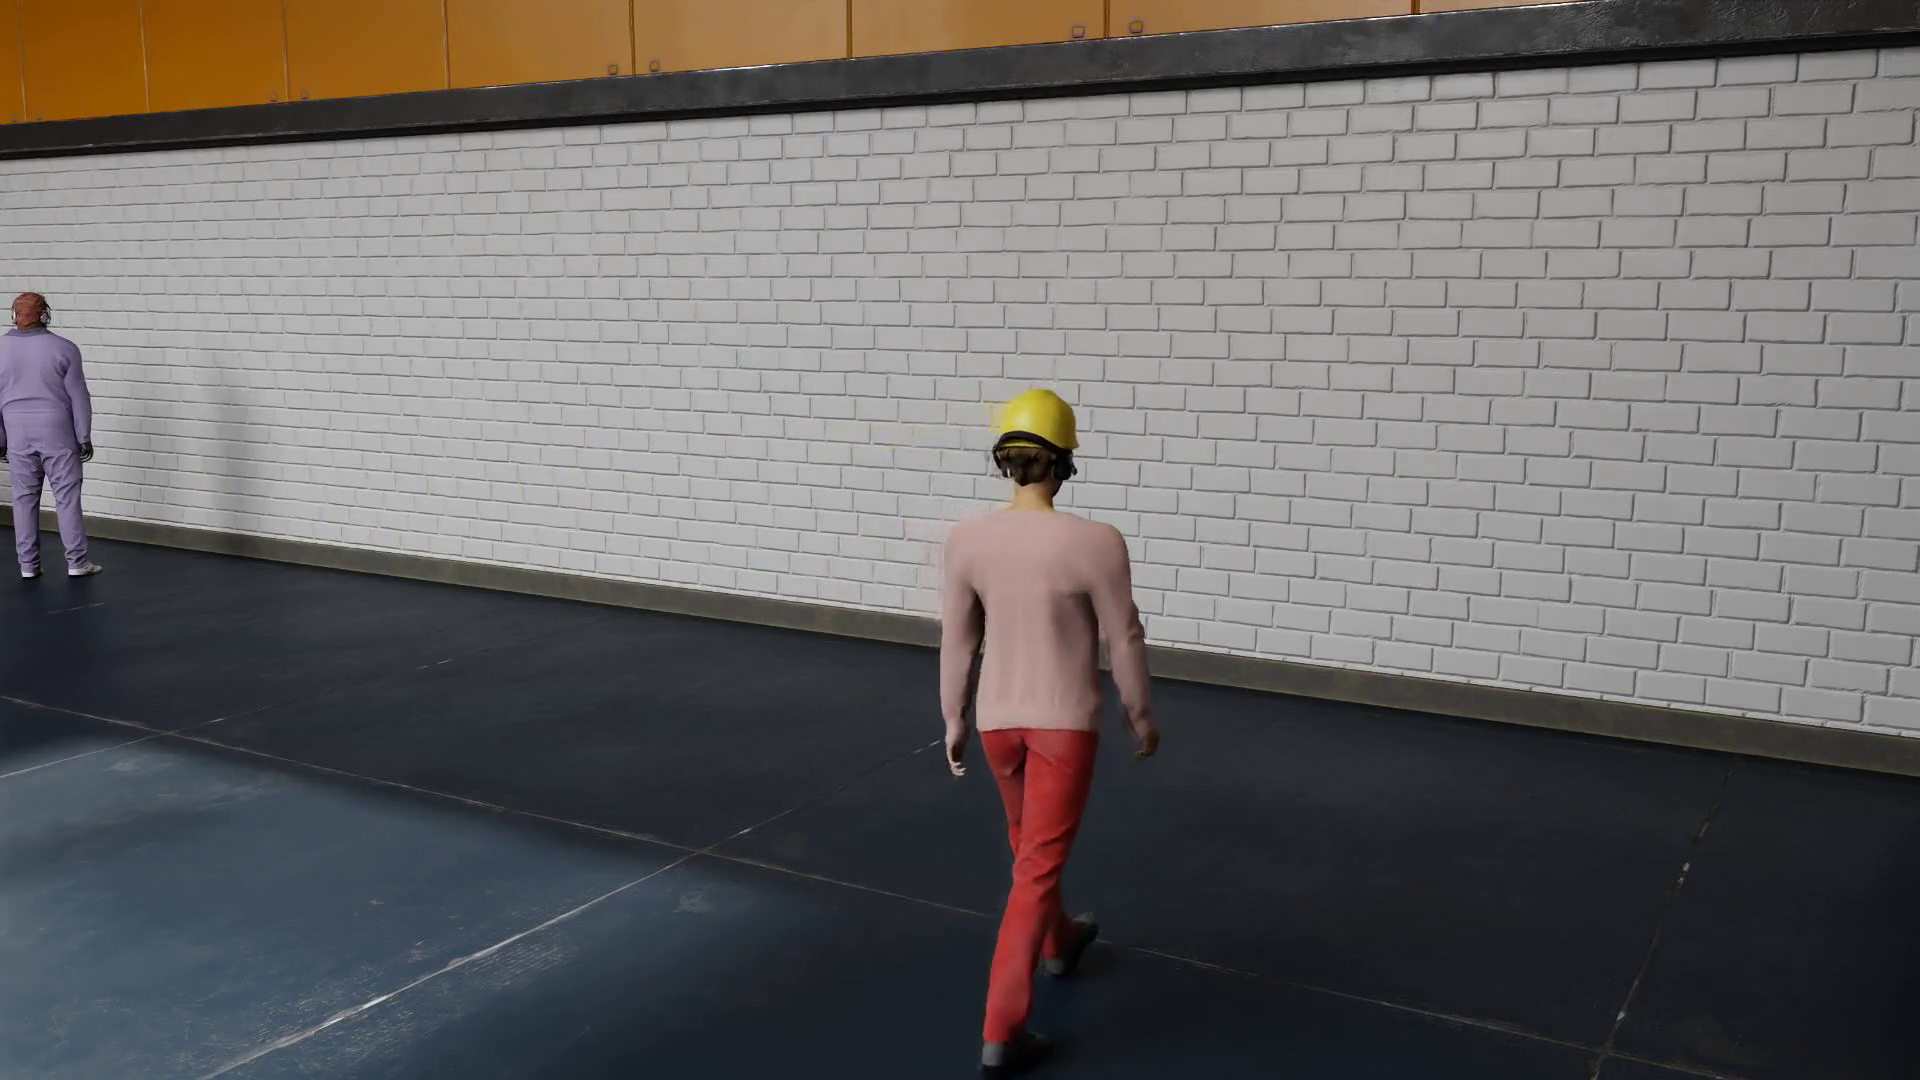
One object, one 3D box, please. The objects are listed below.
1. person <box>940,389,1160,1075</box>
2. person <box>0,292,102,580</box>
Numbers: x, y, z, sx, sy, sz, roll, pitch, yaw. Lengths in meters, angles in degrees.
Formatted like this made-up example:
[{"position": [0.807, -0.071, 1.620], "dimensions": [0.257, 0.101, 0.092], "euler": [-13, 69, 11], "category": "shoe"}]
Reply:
[{"position": [0.239, 0.467, 4.410], "dimensions": [0.533, 1.723, 0.873], "euler": [6, 11, 33], "category": "person"}, {"position": [-6.068, -0.682, 11.013], "dimensions": [0.638, 1.903, 0.409], "euler": [-2, 9, -9], "category": "person"}]
